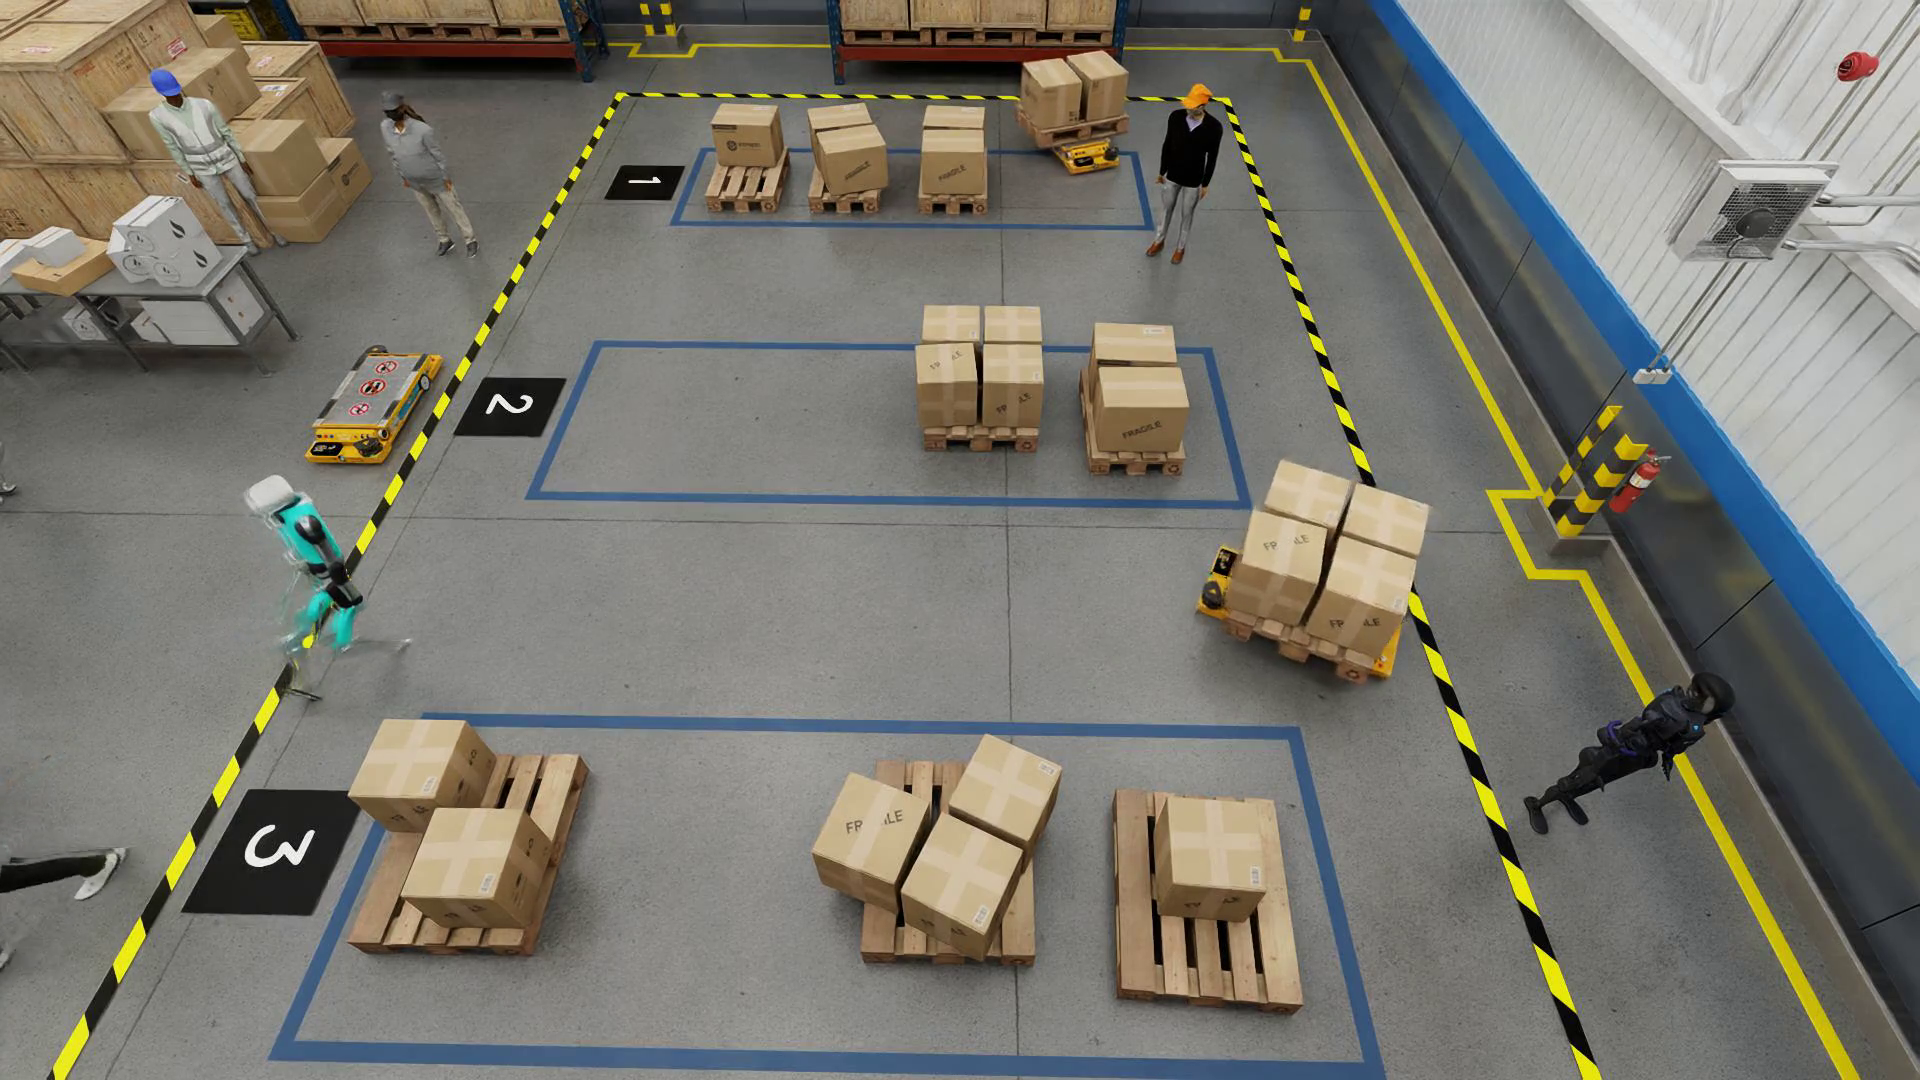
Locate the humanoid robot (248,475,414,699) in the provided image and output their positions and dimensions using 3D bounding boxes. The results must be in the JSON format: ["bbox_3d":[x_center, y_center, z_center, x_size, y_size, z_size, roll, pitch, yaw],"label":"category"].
[{"bbox_3d":[-4.394,0.437,6.051,0.545,1.773,0.933,34,57,25],"label":"humanoid robot"}]

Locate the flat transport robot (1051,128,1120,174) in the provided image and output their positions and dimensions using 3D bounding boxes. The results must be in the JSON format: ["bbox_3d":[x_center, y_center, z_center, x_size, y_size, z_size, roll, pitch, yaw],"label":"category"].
[{"bbox_3d":[1.430,-5.154,11.710,0.652,0.197,1.431,-16,52,-13],"label":"flat transport robot"}]

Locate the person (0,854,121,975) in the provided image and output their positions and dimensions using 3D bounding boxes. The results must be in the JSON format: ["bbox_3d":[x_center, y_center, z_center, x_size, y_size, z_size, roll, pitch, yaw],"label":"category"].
[{"bbox_3d":[-5.496,1.773,4.866,0.628,1.792,0.987,13,51,11],"label":"person"}]

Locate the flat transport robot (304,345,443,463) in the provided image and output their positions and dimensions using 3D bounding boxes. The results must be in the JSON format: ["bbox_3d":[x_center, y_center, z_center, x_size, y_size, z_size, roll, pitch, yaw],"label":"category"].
[{"bbox_3d":[-5.383,-1.269,8.441,0.659,0.231,1.431,1,50,1],"label":"flat transport robot"}]

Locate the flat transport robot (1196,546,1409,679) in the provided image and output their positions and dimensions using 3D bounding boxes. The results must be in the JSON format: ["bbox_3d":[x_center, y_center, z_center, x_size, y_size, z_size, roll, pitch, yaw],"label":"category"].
[{"bbox_3d":[2.588,0.491,6.933,1.431,0.197,0.652,20,53,16],"label":"flat transport robot"}]

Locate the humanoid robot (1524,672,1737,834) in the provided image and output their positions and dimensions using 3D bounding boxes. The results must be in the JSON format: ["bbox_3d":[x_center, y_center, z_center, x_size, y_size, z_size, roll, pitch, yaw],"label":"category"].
[{"bbox_3d":[3.925,1.260,5.367,0.599,1.659,0.315,-7,50,-6],"label":"humanoid robot"}]

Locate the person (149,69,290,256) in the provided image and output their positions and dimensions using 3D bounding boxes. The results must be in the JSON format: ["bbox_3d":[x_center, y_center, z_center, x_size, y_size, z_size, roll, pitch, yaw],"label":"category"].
[{"bbox_3d":[-7.797,-3.933,9.604,0.602,1.939,0.412,-31,56,-24],"label":"person"}]

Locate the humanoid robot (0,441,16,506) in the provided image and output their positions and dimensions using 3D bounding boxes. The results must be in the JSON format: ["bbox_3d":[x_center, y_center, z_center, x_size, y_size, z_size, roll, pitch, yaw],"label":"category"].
[{"bbox_3d":[-8.083,-0.931,7.131,0.694,1.711,0.532,-15,51,-12],"label":"humanoid robot"}]

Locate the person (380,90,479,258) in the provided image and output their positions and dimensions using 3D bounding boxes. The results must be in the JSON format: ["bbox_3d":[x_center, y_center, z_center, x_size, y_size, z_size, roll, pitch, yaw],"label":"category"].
[{"bbox_3d":[-5.592,-3.820,9.616,0.564,1.769,0.395,3,50,3],"label":"person"}]

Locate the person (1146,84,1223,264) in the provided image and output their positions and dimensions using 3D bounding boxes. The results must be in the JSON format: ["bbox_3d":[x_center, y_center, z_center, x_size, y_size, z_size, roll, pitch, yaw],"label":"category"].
[{"bbox_3d":[2.325,-3.766,9.499,0.585,1.878,0.394,26,55,20],"label":"person"}]
